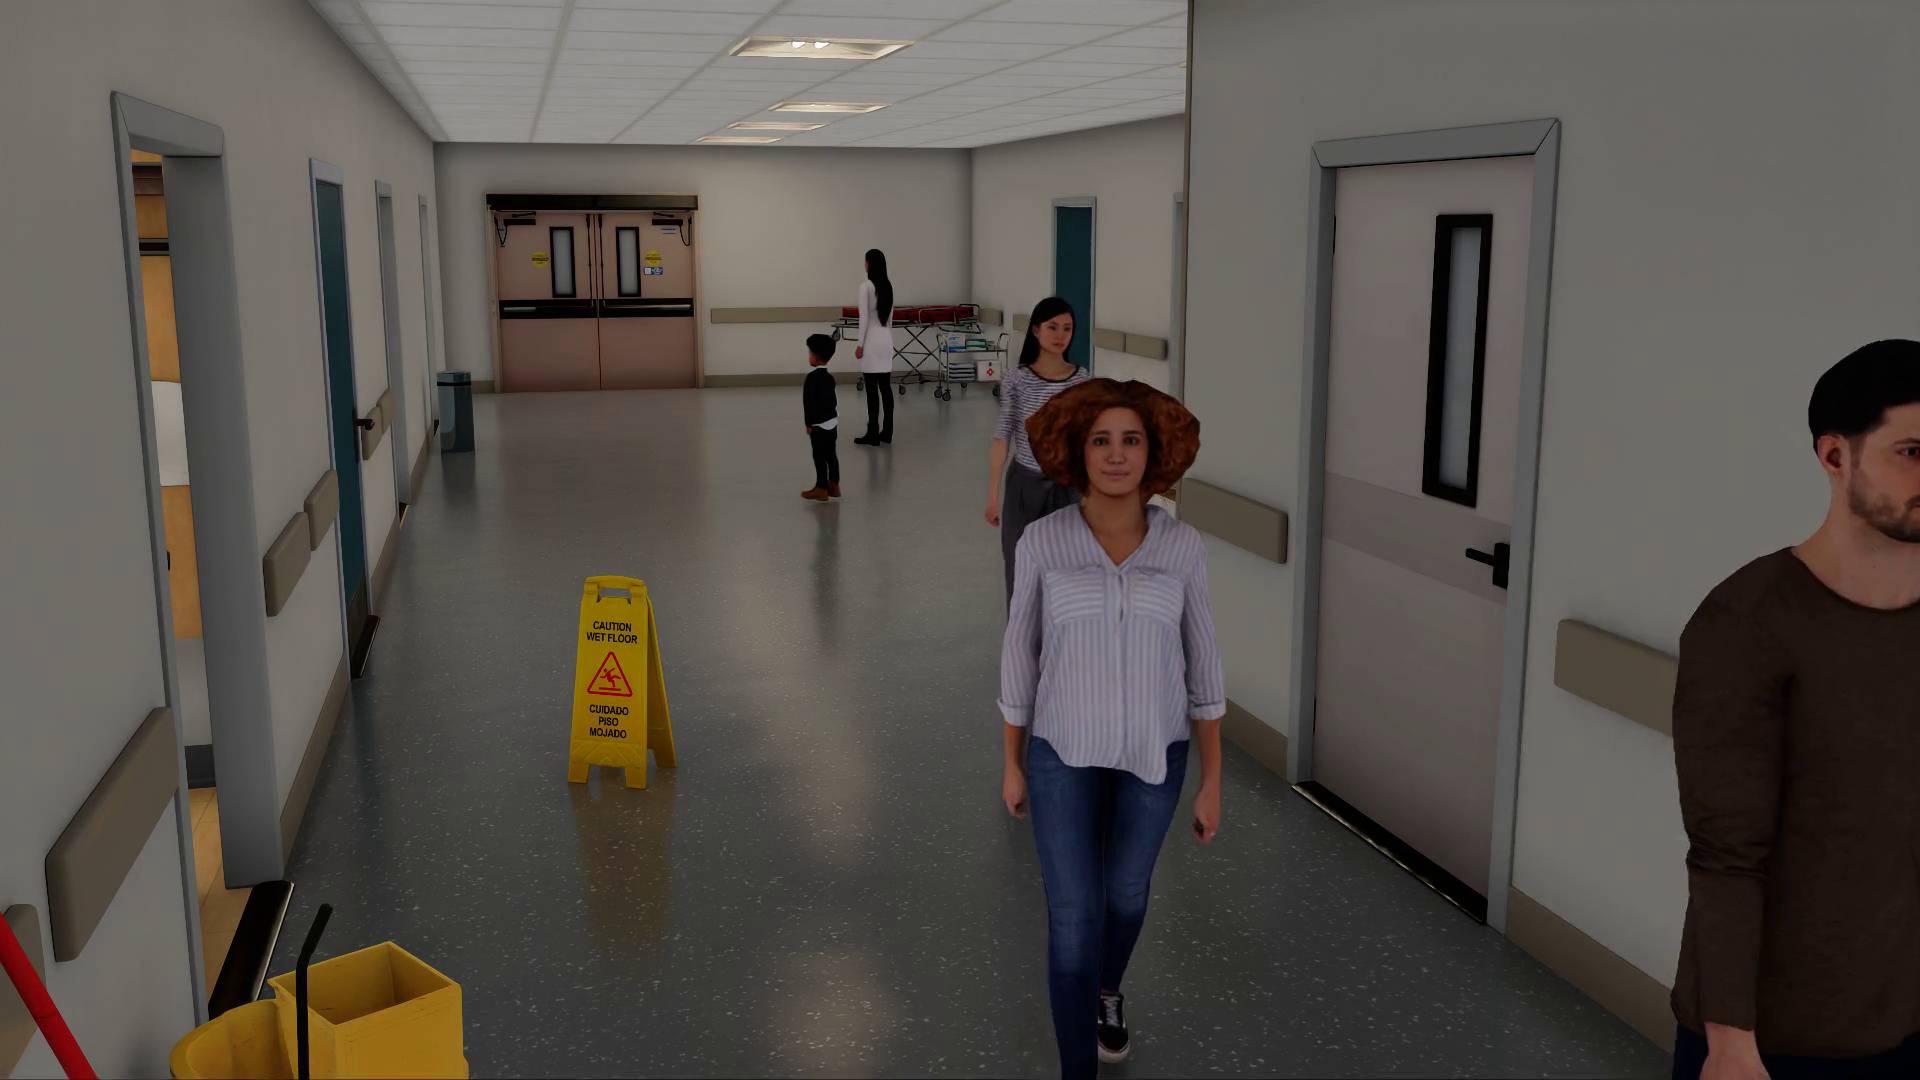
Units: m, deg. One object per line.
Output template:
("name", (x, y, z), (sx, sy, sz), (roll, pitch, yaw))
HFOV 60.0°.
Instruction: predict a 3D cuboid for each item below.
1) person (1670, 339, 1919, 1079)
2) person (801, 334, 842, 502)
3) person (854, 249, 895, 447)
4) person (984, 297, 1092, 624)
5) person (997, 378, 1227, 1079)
("person", (1.221, 0.646, 2.468), (0.729, 1.864, 0.932), (-1, 11, -7))
("person", (-1.011, -0.911, 12.287), (0.630, 1.222, 0.565), (6, 12, 27))
("person", (-0.777, -1.794, 15.475), (0.724, 1.809, 0.690), (8, 13, 37))
("person", (0.356, -0.201, 7.371), (0.753, 1.700, 0.965), (0, 11, -1))
("person", (0.341, 0.478, 3.861), (0.846, 1.674, 1.190), (0, 11, -1))
